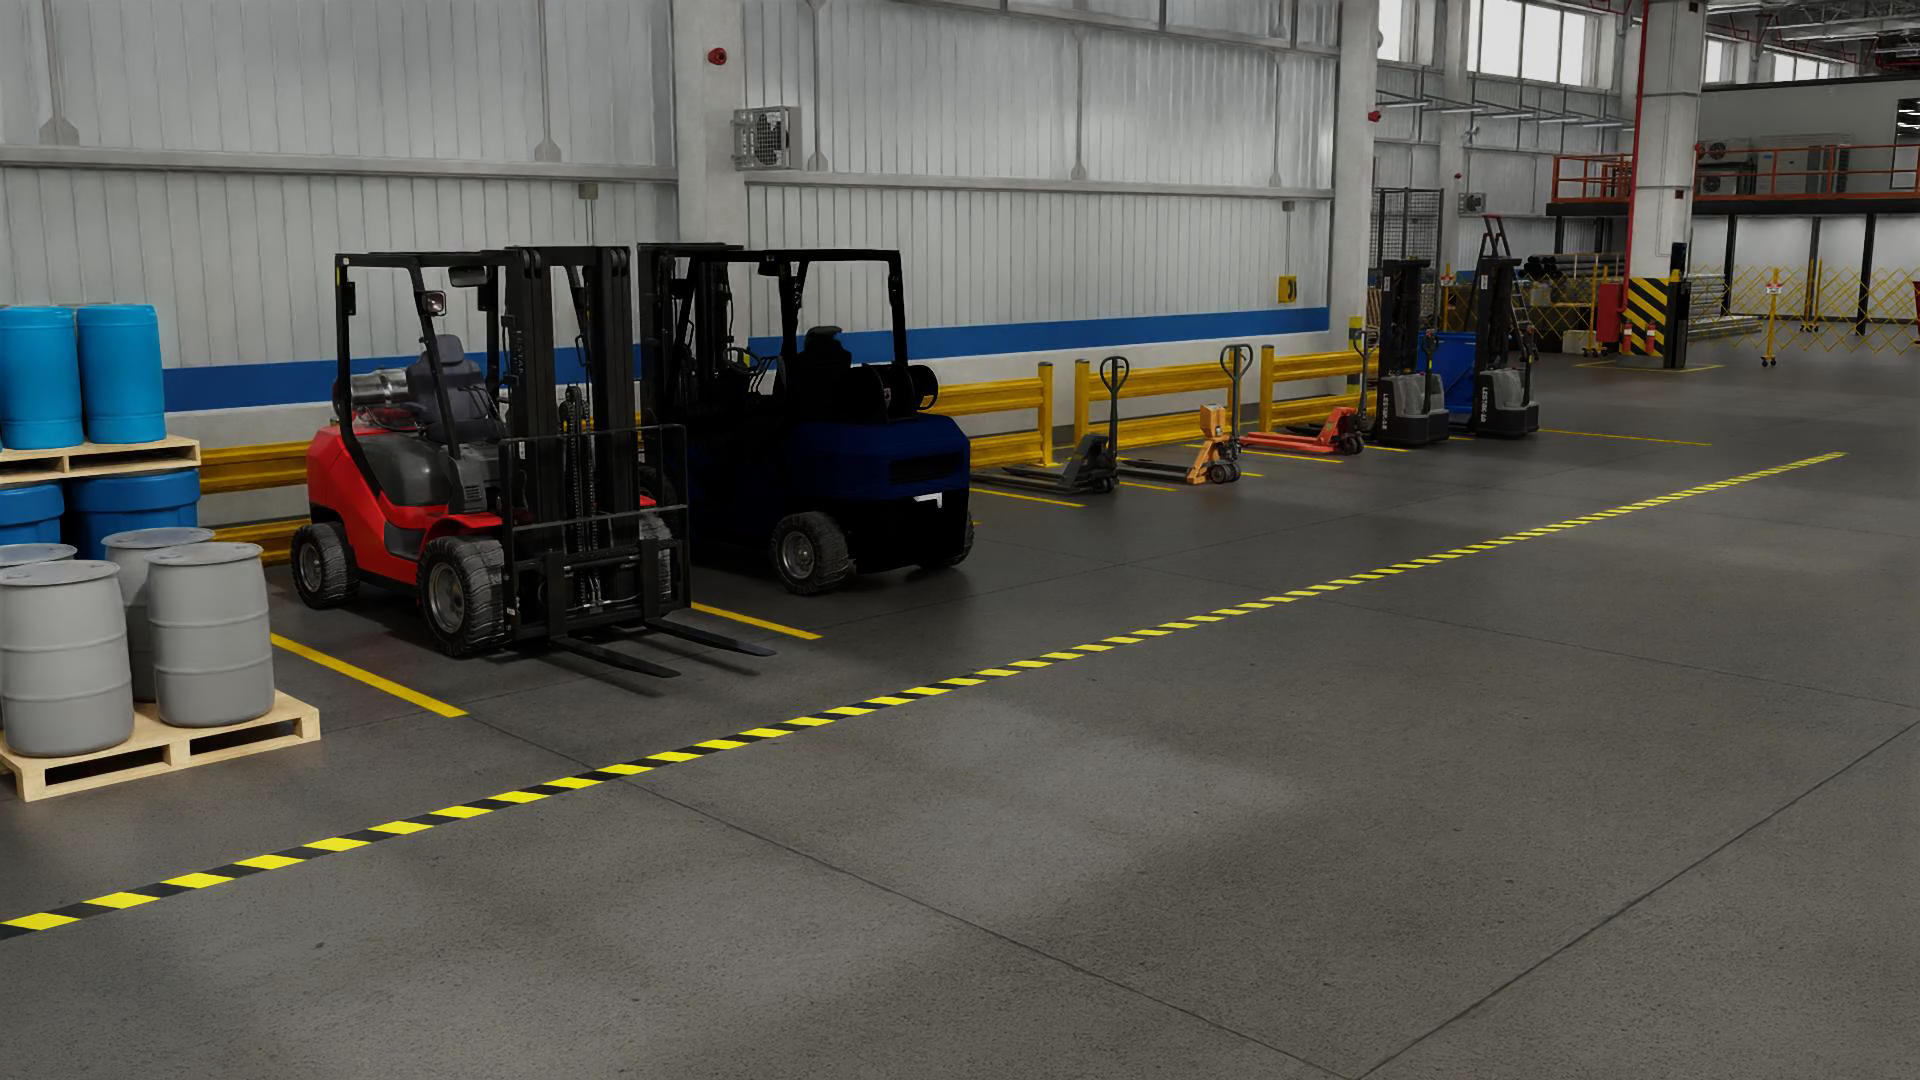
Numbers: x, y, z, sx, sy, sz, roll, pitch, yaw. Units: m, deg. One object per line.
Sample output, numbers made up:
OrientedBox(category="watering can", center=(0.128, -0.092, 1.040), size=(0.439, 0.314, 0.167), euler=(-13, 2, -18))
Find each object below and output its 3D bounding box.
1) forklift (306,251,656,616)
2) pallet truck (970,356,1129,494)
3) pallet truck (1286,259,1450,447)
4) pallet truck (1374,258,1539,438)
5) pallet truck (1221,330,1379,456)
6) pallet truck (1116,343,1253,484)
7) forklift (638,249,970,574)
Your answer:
OrientedBox(category="forklift", center=(-2.833, -0.669, 9.694), size=(1.157, 1.987, 2.680), euler=(-10, 14, -44))
OrientedBox(category="pallet truck", center=(0.784, -1.085, 14.876), size=(0.680, 1.201, 1.601), euler=(-10, 14, -44))
OrientedBox(category="pallet truck", center=(4.493, -2.078, 18.196), size=(0.823, 1.965, 1.885), euler=(-9, 14, -40))
OrientedBox(category="pallet truck", center=(5.704, -2.208, 18.901), size=(1.885, 1.965, 0.823), euler=(10, 14, 43))
OrientedBox(category="pallet truck", center=(3.563, -1.581, 17.381), size=(0.653, 1.274, 1.630), euler=(-10, 14, -44))
OrientedBox(category="pallet truck", center=(1.962, -1.215, 15.415), size=(1.522, 1.261, 0.704), euler=(10, 14, 43))
OrientedBox(category="forklift", center=(-1.173, -0.958, 11.239), size=(2.680, 1.987, 1.157), euler=(10, 14, 43))
